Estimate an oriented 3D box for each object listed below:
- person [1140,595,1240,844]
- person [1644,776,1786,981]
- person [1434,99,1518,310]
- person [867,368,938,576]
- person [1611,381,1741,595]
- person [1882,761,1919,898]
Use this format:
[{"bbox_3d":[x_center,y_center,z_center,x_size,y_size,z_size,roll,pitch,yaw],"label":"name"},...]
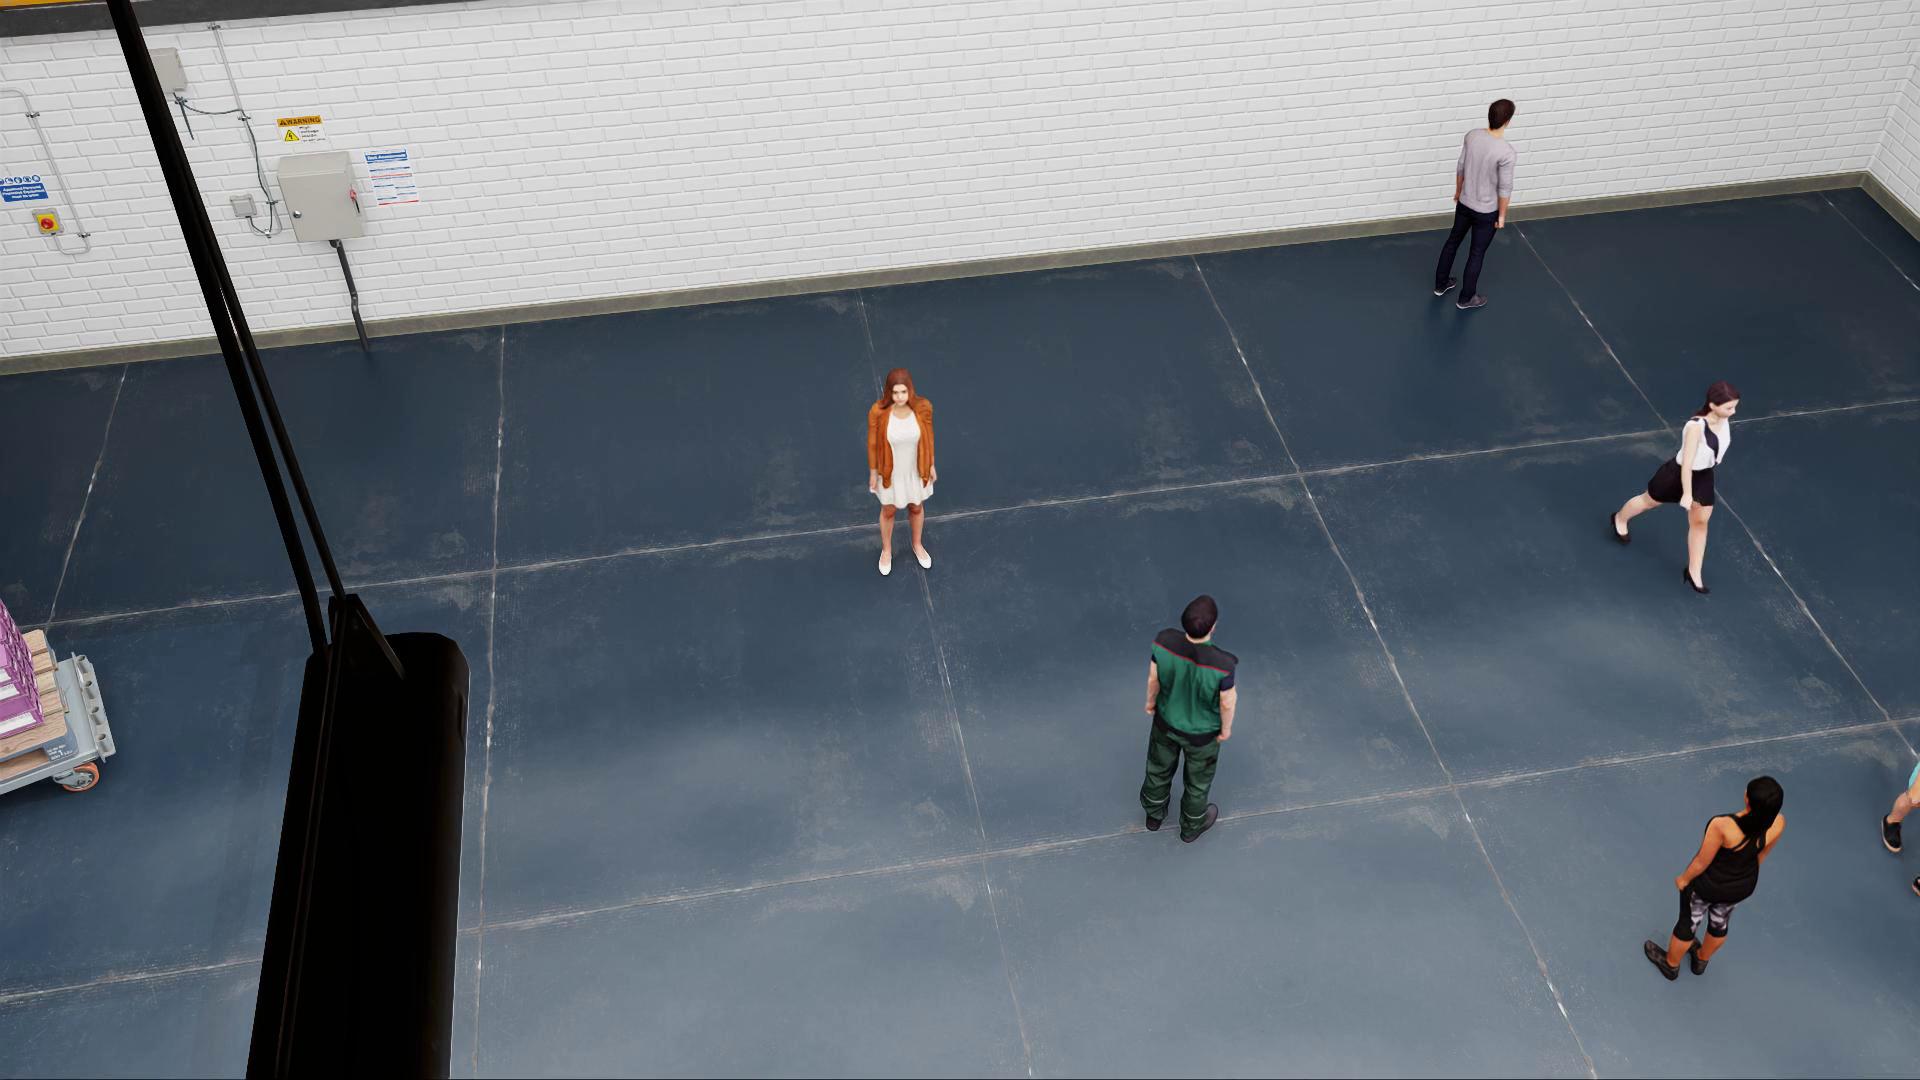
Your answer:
[{"bbox_3d":[1.305,1.032,9.549,0.767,1.900,0.806,22,48,21],"label":"person"},{"bbox_3d":[4.078,1.809,8.908,0.574,1.659,0.507,-5,44,-5],"label":"person"},{"bbox_3d":[4.225,-2.751,13.562,0.798,1.843,0.637,-26,50,-25],"label":"person"},{"bbox_3d":[-0.394,-0.494,11.280,0.622,1.721,0.557,-9,44,-9],"label":"person"},{"bbox_3d":[4.848,-0.440,11.314,0.836,1.597,1.158,-24,49,-23],"label":"person"},{"bbox_3d":[5.652,1.298,9.540,0.780,1.528,1.024,8,44,8],"label":"person"}]
